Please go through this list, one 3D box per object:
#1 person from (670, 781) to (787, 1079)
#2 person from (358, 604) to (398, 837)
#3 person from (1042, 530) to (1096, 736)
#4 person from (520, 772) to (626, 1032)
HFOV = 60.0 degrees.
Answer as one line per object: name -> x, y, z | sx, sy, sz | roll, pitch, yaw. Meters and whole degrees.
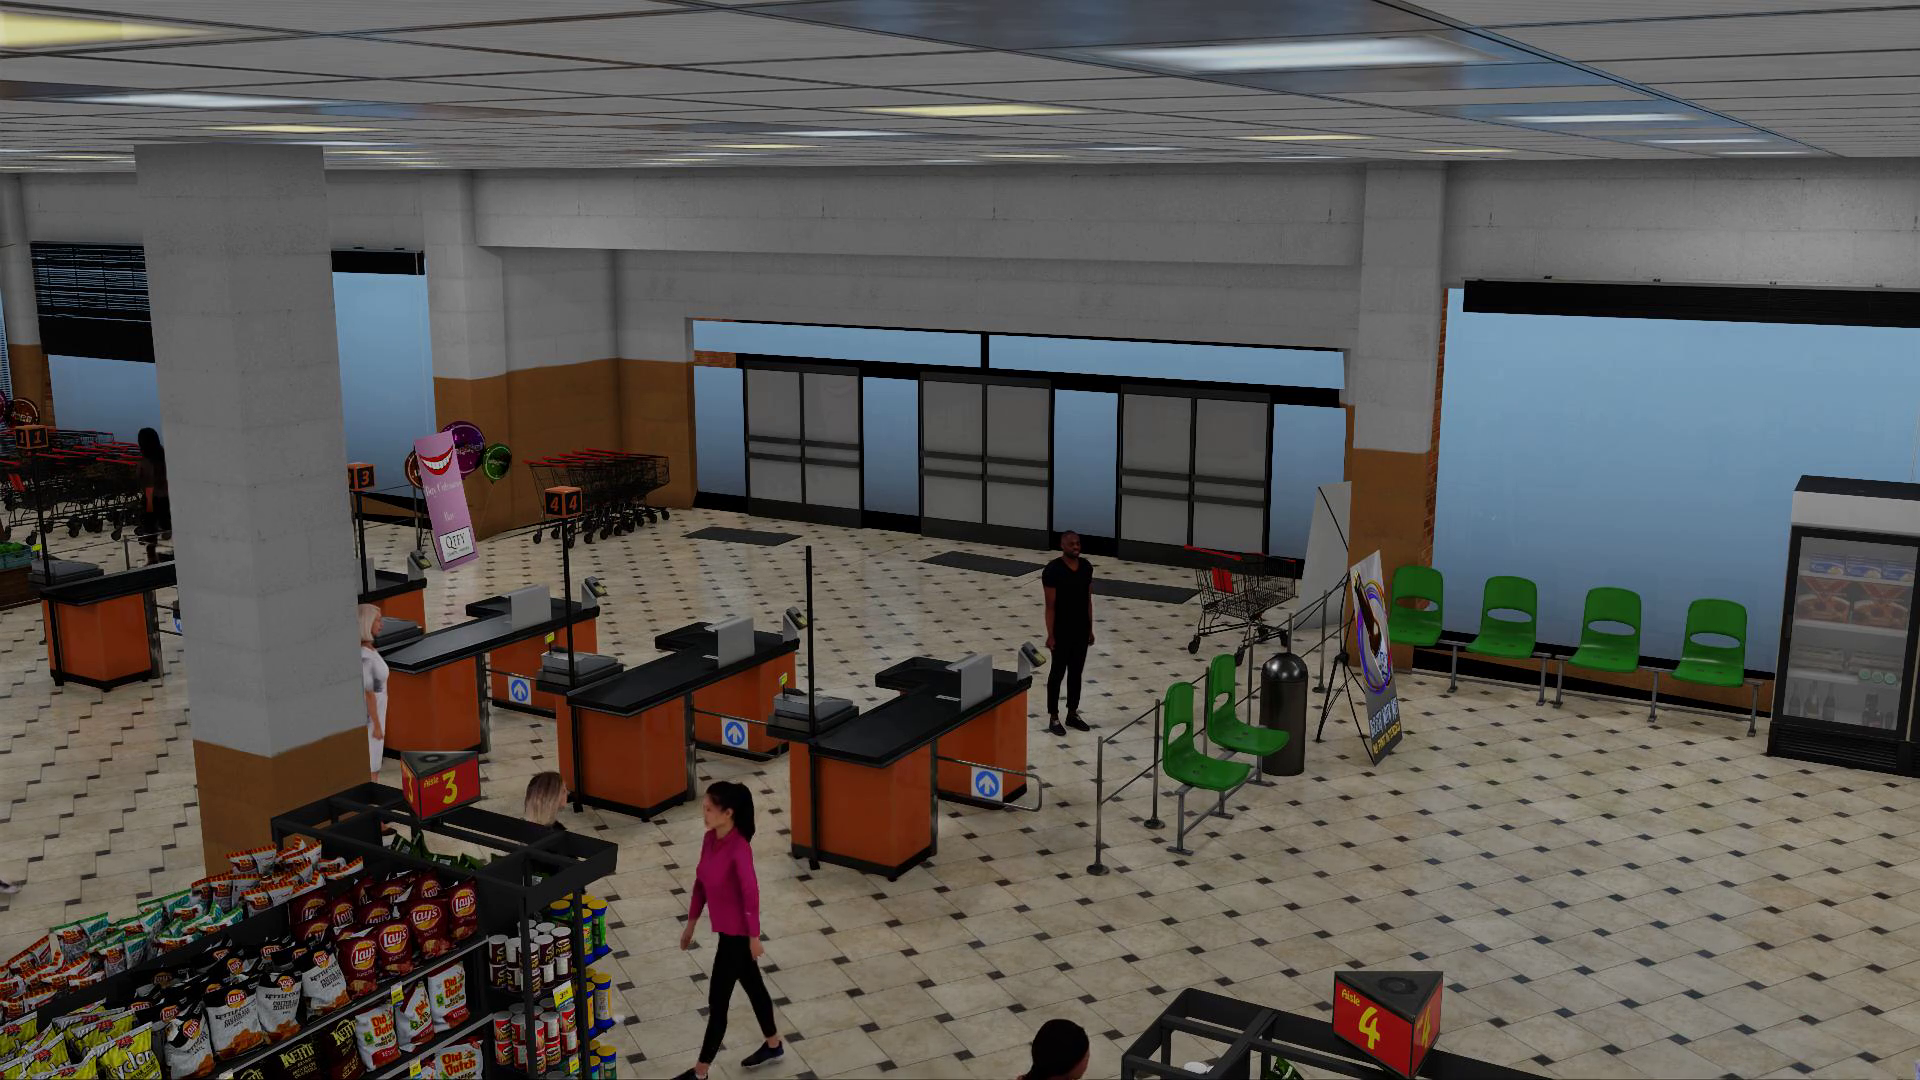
person -> -1.132, 2.093, 8.960 | 1.067, 1.669, 0.870 | -7, 14, -31
person -> -4.407, 1.328, 12.400 | 0.689, 1.749, 0.649 | -5, 13, -21
person -> 0.961, 0.802, 14.727 | 0.675, 1.820, 0.809 | -7, 14, -30
person -> -2.328, 2.092, 8.985 | 1.034, 1.660, 0.878 | -7, 14, -29
